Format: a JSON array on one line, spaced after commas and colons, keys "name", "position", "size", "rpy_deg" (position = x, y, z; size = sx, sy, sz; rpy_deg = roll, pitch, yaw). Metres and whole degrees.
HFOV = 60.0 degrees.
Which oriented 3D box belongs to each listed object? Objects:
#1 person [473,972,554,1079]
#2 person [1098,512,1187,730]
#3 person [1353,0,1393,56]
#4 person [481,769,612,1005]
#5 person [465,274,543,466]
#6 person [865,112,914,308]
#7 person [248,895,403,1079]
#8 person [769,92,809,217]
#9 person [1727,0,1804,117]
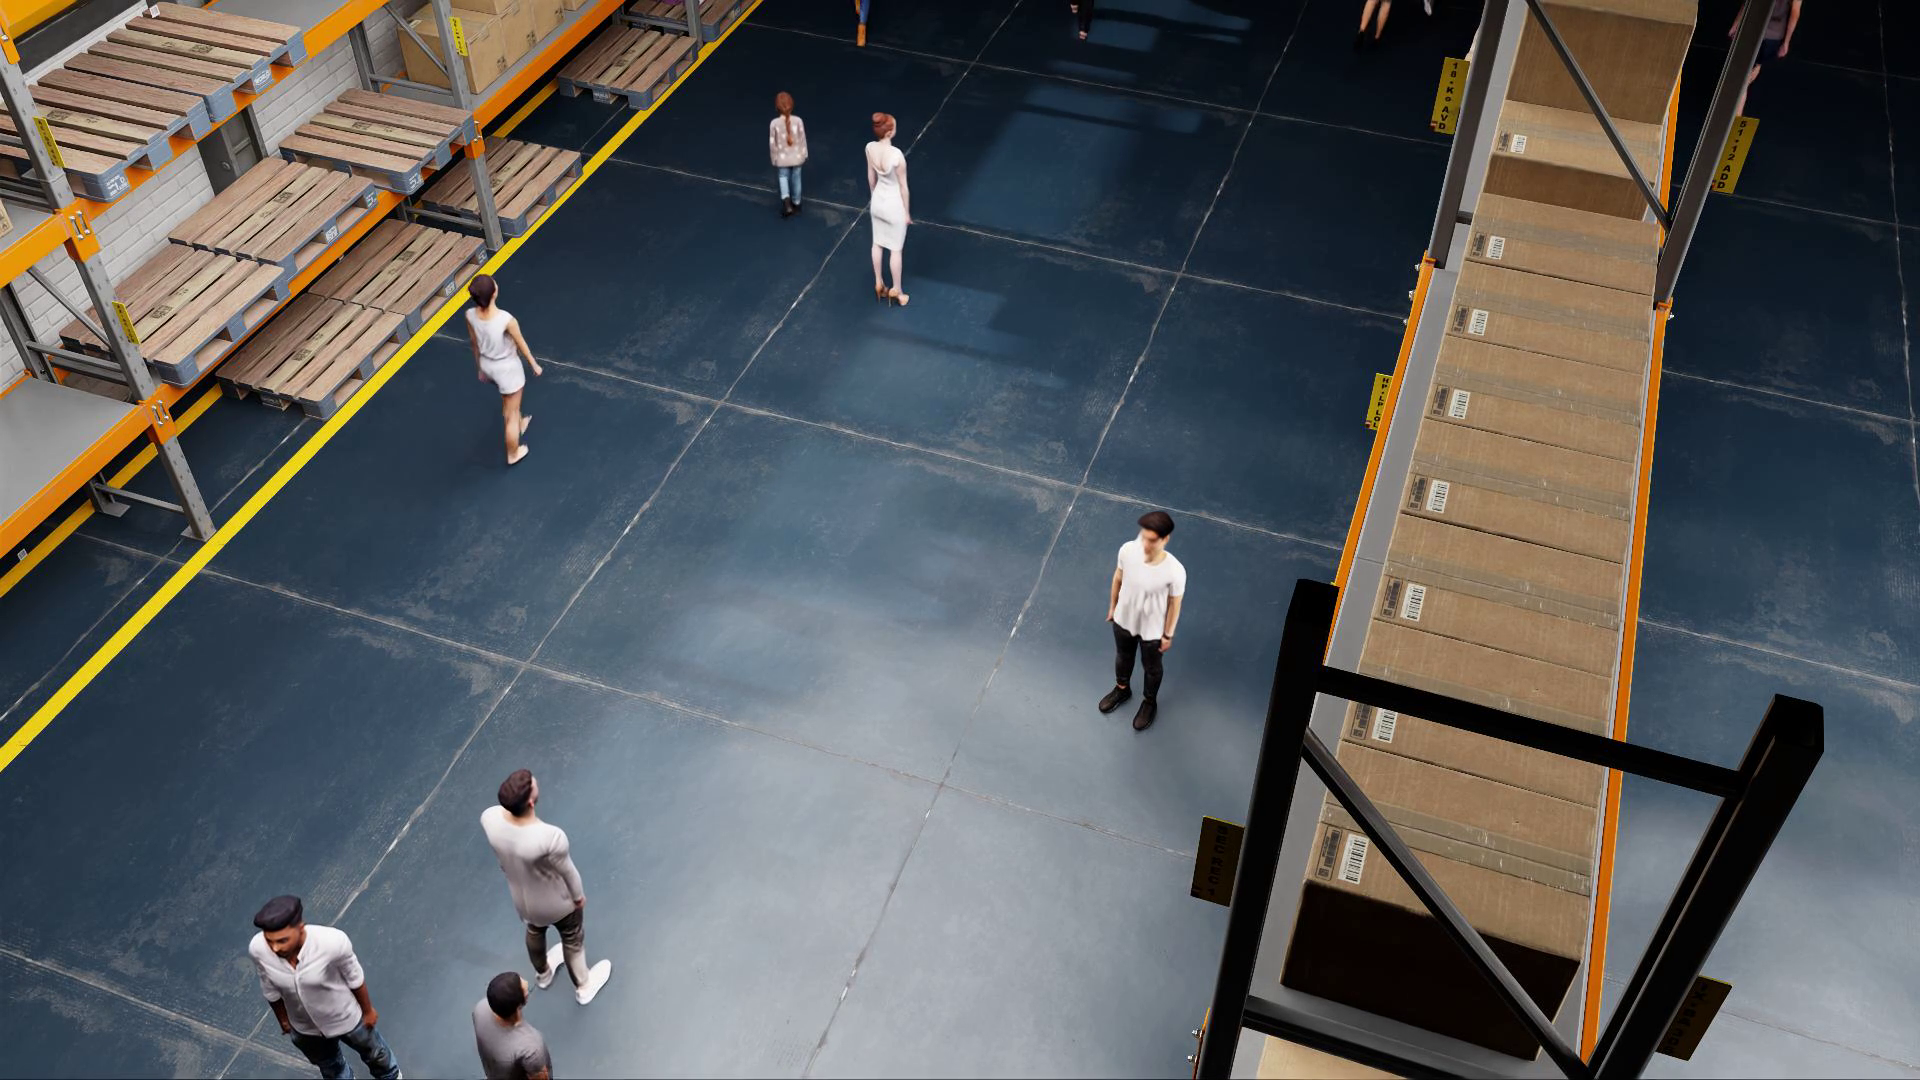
[{"name": "person", "position": [-2.161, 2.722, 8.040], "size": [0.760, 1.729, 0.916], "rpy_deg": [19, 47, 19]}, {"name": "person", "position": [1.150, 0.480, 10.399], "size": [0.680, 1.721, 0.631], "rpy_deg": [27, 50, 25]}, {"name": "person", "position": [4.264, -5.699, 16.812], "size": [0.741, 1.822, 0.981], "rpy_deg": [23, 48, 23]}, {"name": "person", "position": [-2.229, 1.849, 8.878], "size": [0.663, 1.838, 0.550], "rpy_deg": [16, 46, 16]}, {"name": "person", "position": [-3.417, -1.213, 12.268], "size": [0.581, 1.595, 0.750], "rpy_deg": [16, 46, 16]}, {"name": "person", "position": [-0.599, -2.724, 13.711], "size": [0.625, 1.791, 0.600], "rpy_deg": [30, 51, 28]}, {"name": "person", "position": [-3.194, 2.344, 8.375], "size": [0.724, 1.814, 0.711], "rpy_deg": [-3, 44, -3]}, {"name": "person", "position": [-1.520, -3.414, 14.873], "size": [0.584, 1.188, 0.629], "rpy_deg": [-5, 44, -6]}, {"name": "person", "position": [7.613, -4.706, 15.784], "size": [0.835, 1.802, 1.225], "rpy_deg": [6, 44, 7]}]
